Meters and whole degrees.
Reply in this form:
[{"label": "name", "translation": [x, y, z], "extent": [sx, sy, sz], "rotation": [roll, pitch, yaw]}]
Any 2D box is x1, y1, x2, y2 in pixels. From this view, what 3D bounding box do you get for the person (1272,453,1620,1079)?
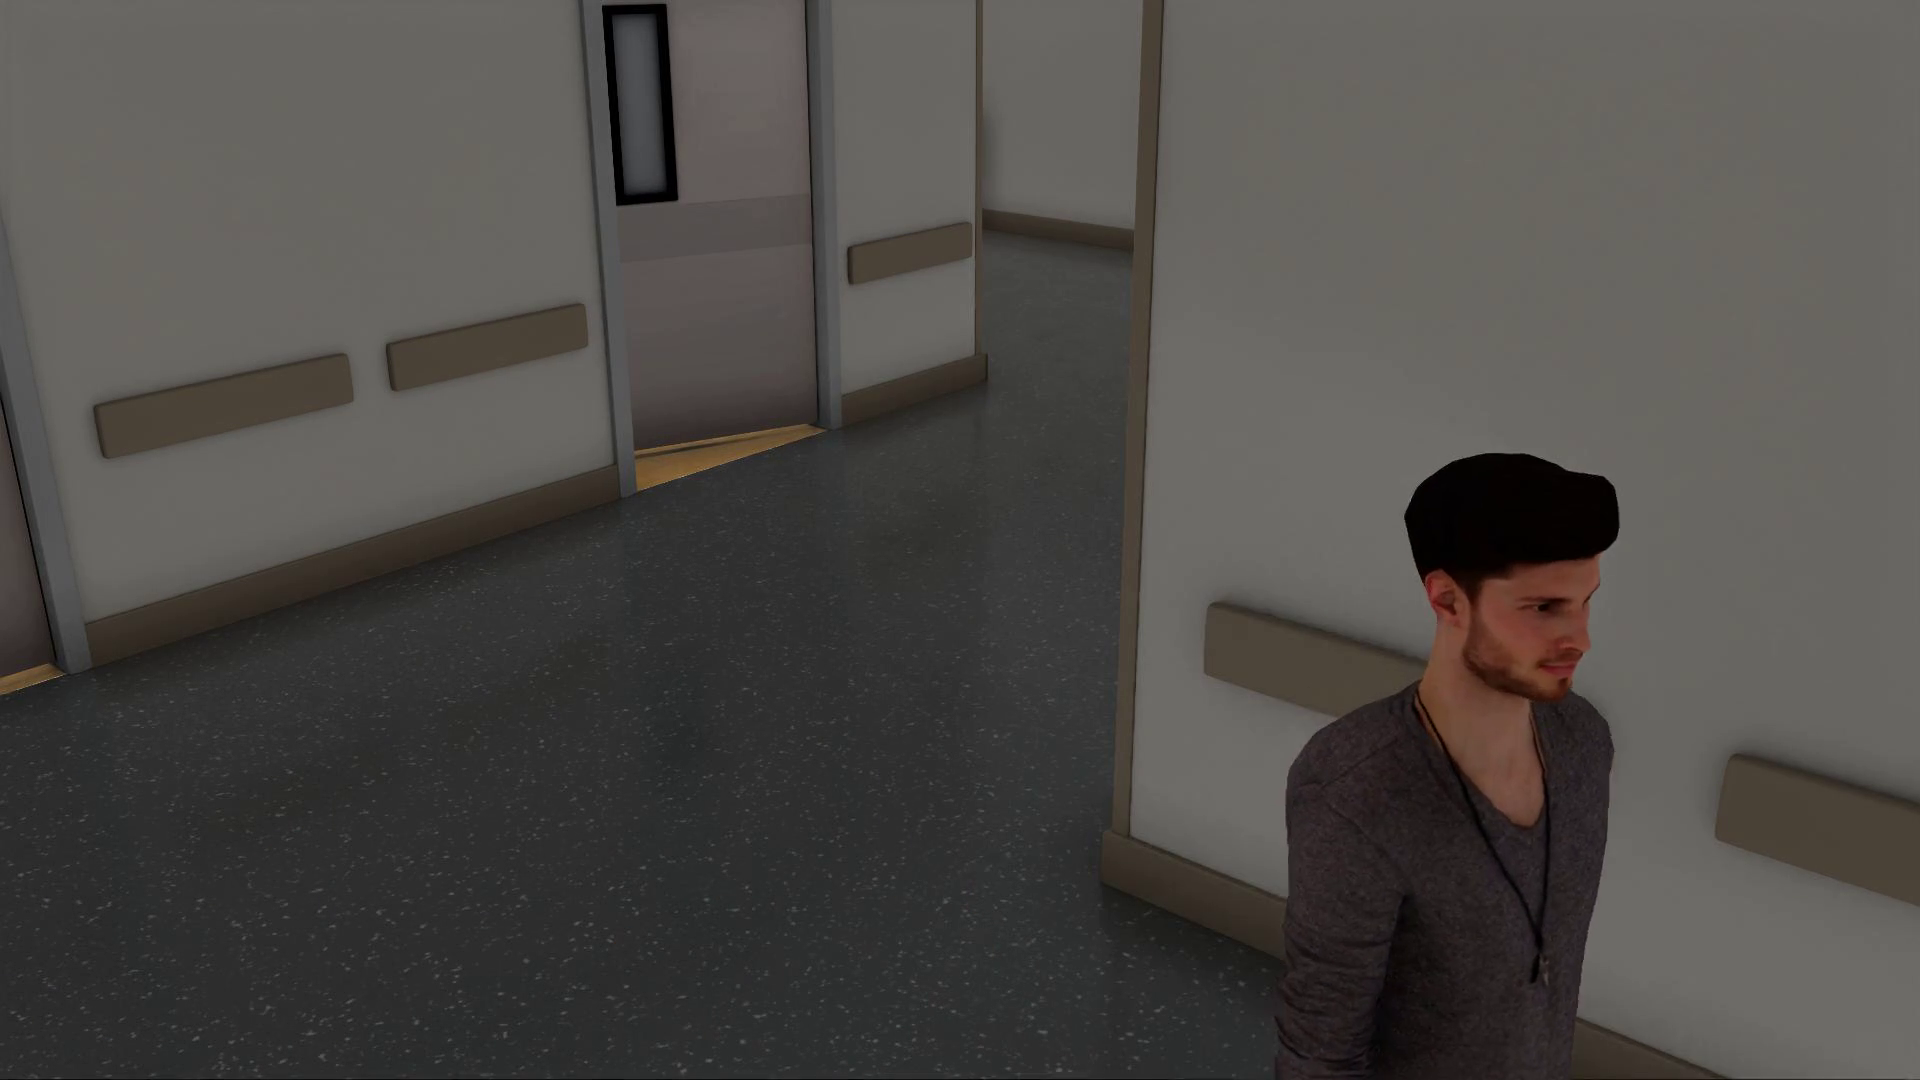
[{"label": "person", "translation": [0.531, 0.786, 2.213], "extent": [1.261, 1.856, 1.061], "rotation": [-12, 24, -28]}]
